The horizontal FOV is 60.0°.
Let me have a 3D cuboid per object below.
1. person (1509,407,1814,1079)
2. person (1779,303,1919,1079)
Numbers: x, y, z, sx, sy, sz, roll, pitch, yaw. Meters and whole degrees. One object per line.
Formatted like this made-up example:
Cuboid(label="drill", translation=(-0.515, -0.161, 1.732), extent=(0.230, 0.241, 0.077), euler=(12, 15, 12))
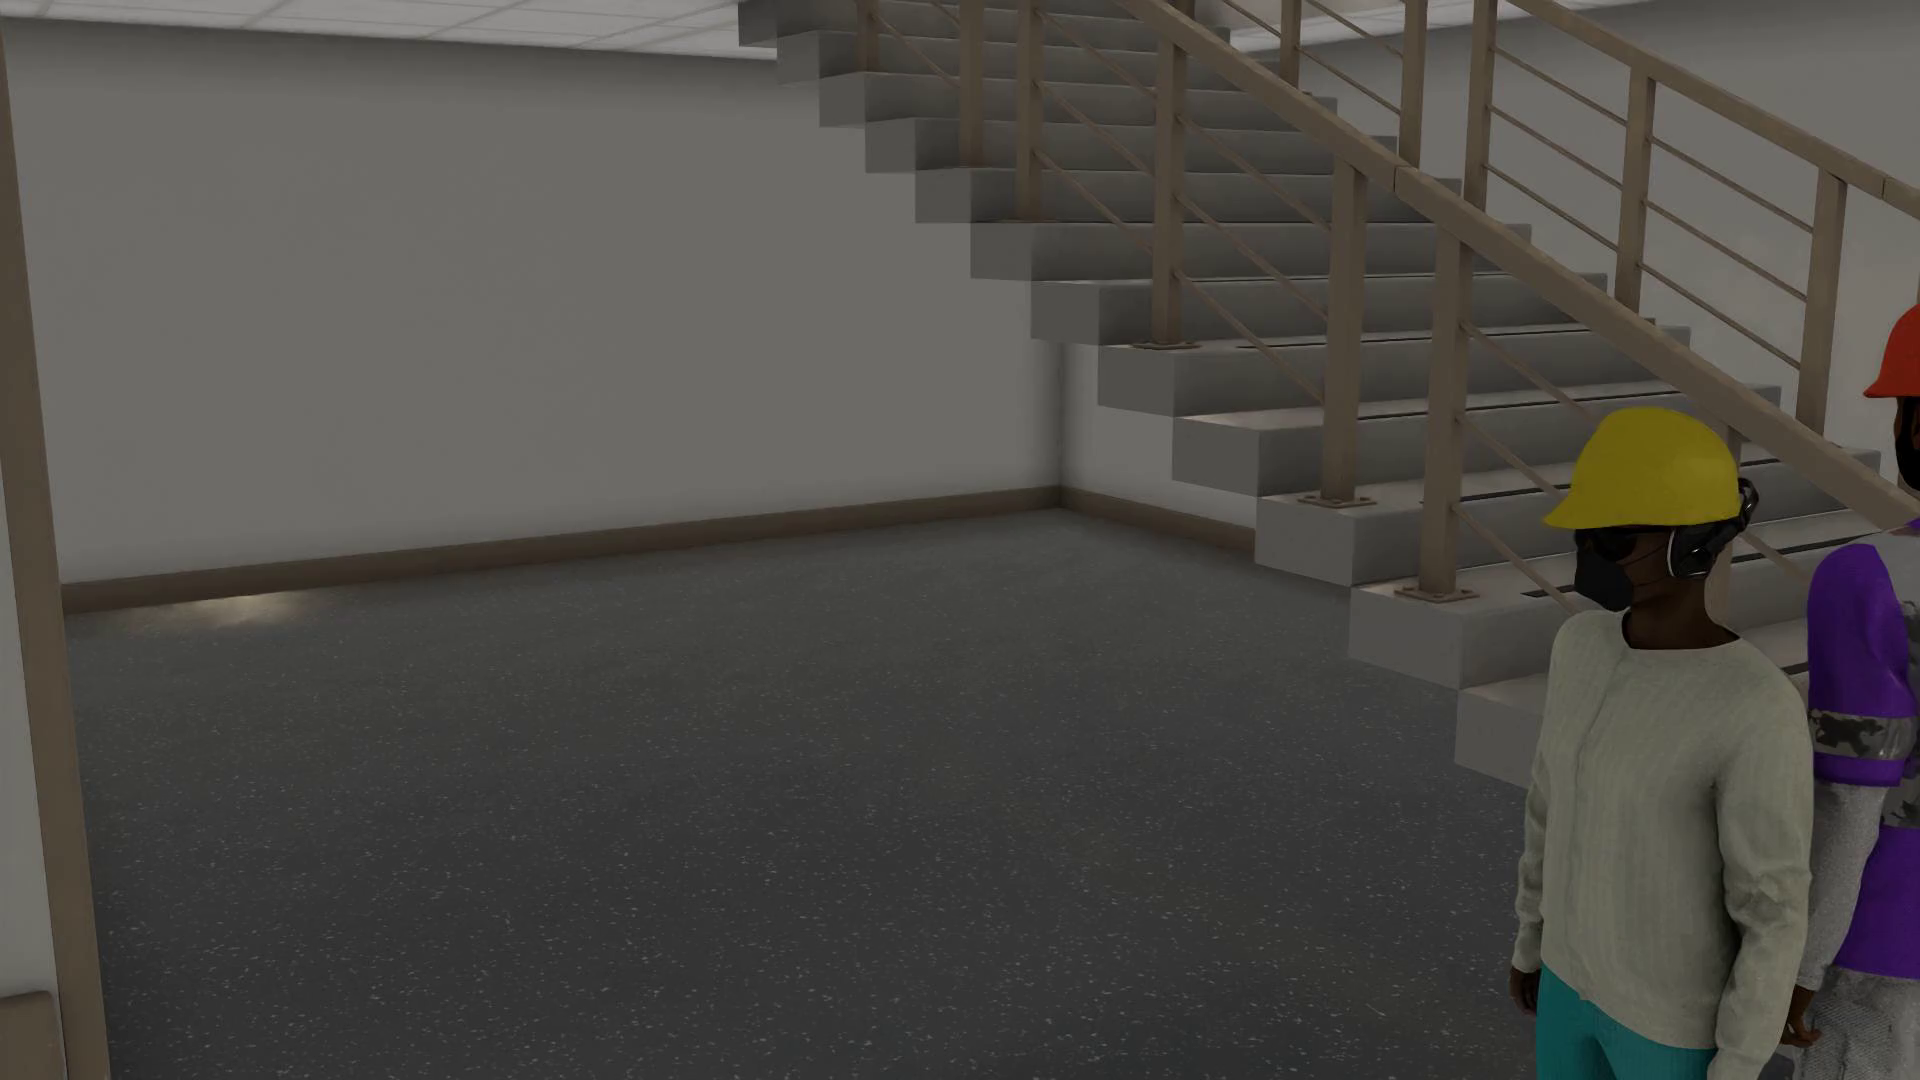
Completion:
Cuboid(label="person", translation=(0.987, 0.683, 2.477), extent=(0.324, 1.767, 0.533), euler=(-3, 11, -15))
Cuboid(label="person", translation=(1.479, 0.579, 2.575), extent=(0.551, 1.935, 0.375), euler=(-3, 11, -14))
